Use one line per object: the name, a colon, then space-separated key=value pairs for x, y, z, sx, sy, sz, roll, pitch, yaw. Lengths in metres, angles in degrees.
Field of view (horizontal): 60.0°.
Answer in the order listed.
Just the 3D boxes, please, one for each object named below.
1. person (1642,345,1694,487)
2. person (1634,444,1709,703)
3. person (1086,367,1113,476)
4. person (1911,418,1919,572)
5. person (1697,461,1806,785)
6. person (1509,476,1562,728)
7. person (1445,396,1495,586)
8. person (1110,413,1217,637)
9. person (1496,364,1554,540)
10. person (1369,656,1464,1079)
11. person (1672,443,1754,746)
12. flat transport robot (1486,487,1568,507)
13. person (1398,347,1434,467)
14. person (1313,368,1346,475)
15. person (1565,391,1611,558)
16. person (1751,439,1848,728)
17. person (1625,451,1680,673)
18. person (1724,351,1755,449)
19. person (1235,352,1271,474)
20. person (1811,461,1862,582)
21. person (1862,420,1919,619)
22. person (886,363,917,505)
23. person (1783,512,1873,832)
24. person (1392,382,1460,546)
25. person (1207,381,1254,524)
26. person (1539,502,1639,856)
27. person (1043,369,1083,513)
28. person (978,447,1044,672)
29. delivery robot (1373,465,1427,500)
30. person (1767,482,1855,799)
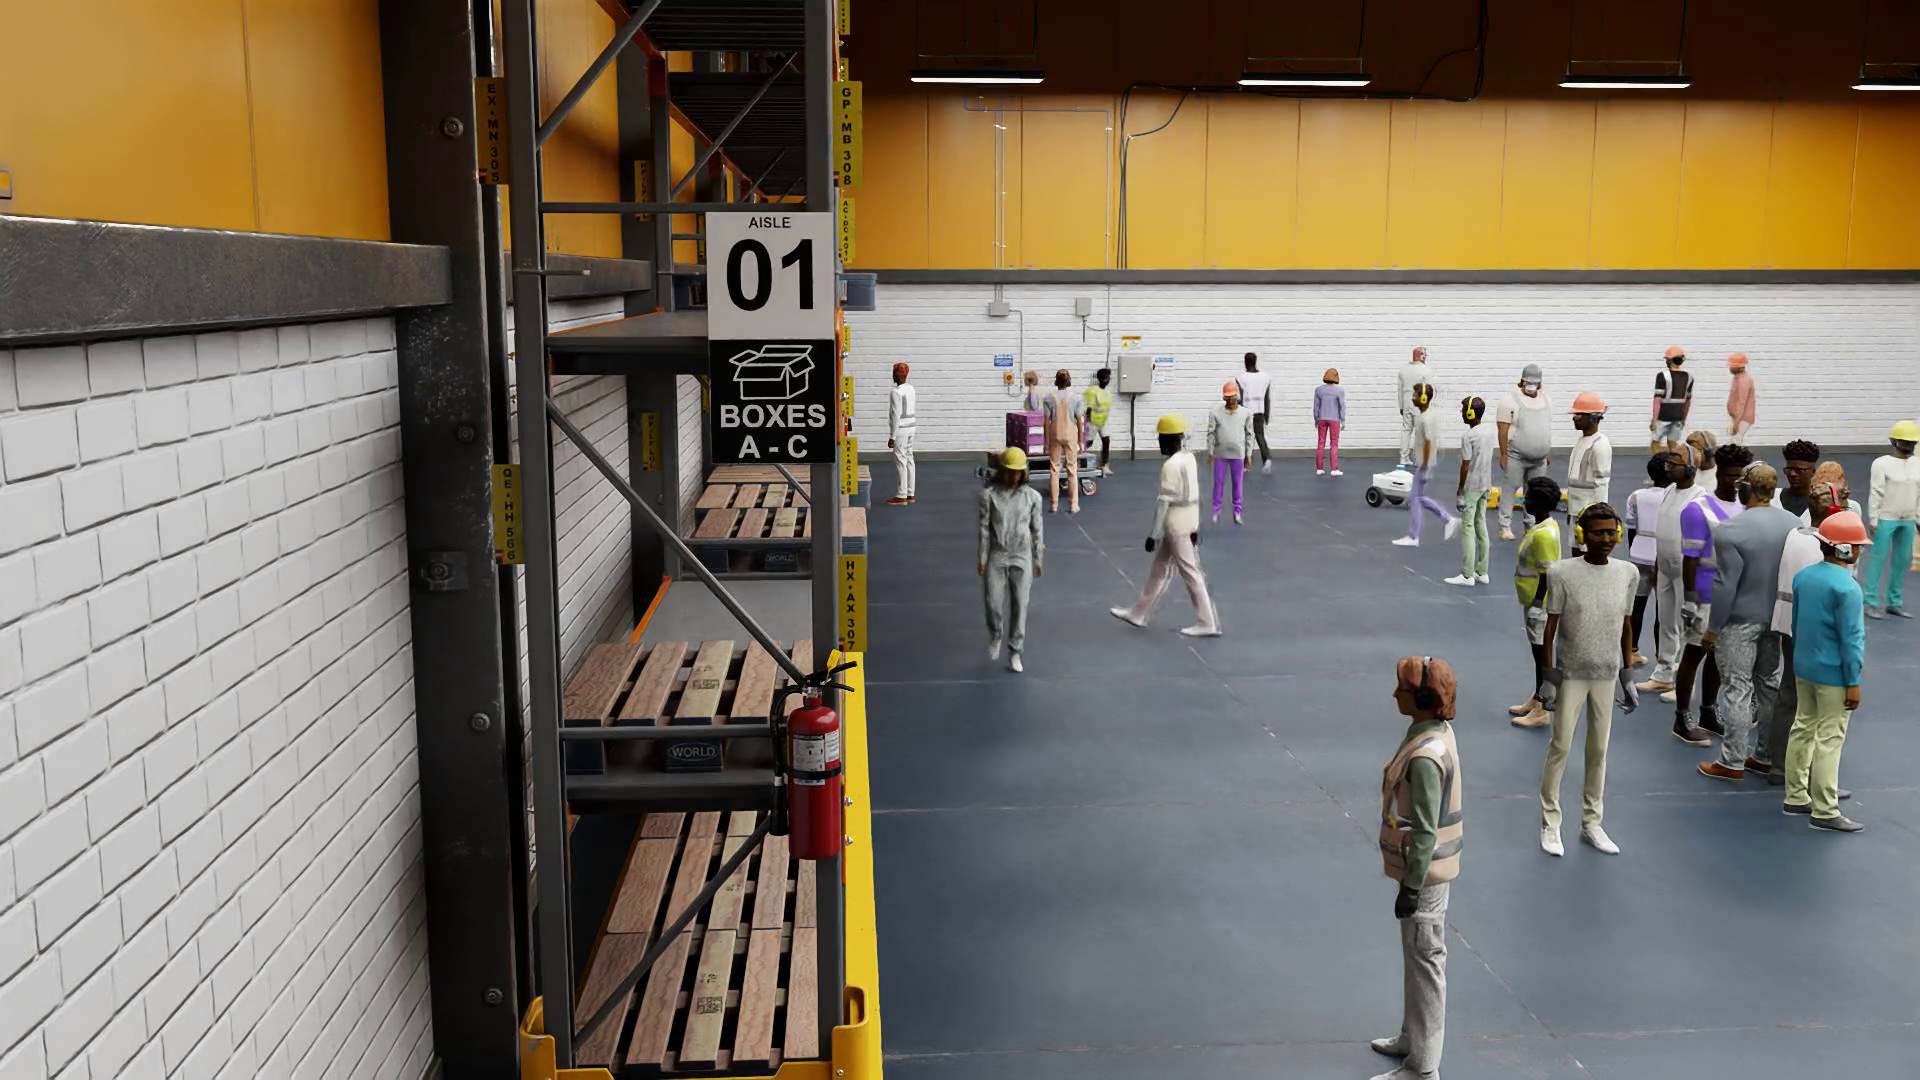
person: x=10.161 y=-1.767 z=23.849 sx=0.654 sy=2.034 sz=0.434 roll=-3 pitch=9 yaw=-16
person: x=5.111 y=0.236 z=11.846 sx=0.343 sy=1.847 sz=0.506 roll=-2 pitch=9 yaw=-12
person: x=2.031 y=-1.824 z=25.360 sx=0.545 sy=1.656 sz=0.755 roll=-7 pitch=11 yaw=-37
person: x=9.893 y=-0.637 z=16.719 sx=0.535 sy=2.000 sz=0.686 roll=1 pitch=9 yaw=9
person: x=4.713 y=0.494 z=9.934 sx=0.627 sy=1.940 sz=0.372 roll=-3 pitch=10 yaw=-20
person: x=3.891 y=0.414 z=11.191 sx=0.321 sy=1.697 sz=0.529 roll=3 pitch=10 yaw=18
person: x=5.023 y=-0.478 z=16.295 sx=0.510 sy=1.860 sz=0.333 roll=-8 pitch=12 yaw=-40
person: x=1.745 y=-0.126 z=14.012 sx=0.974 sy=1.871 sz=0.613 roll=3 pitch=10 yaw=21
person: x=6.519 y=-1.012 z=19.074 sx=0.684 sy=2.000 sz=0.536 roll=-2 pitch=9 yaw=-13
person: x=1.717 y=1.235 z=6.217 sx=0.307 sy=1.641 sz=0.514 roll=3 pitch=9 yaw=16
person: x=4.908 y=0.350 z=10.781 sx=0.609 sy=1.954 sz=0.367 roll=-5 pitch=10 yaw=-27
flat transport robot: x=7.520 y=-0.546 z=21.684 sx=1.431 sy=0.197 sz=0.652 roll=3 pitch=9 yaw=17
person: x=7.258 y=-2.112 z=26.402 sx=0.401 sy=1.907 sz=0.646 roll=-6 pitch=11 yaw=-34
person: x=5.615 y=-1.796 z=25.266 sx=0.507 sy=1.631 sz=0.270 roll=7 pitch=11 yaw=36
person: x=5.363 y=-0.256 z=14.316 sx=0.378 sy=2.044 sz=0.607 roll=0 pitch=9 yaw=1
person: x=5.502 y=0.308 z=11.013 sx=0.600 sy=1.967 sz=0.368 roll=8 pitch=12 yaw=40
person: x=5.335 y=0.168 z=12.737 sx=0.319 sy=1.697 sz=0.532 roll=-5 pitch=10 yaw=-30
person: x=11.081 y=-1.718 z=23.719 sx=0.451 sy=1.976 sz=0.662 roll=3 pitch=10 yaw=19
person: x=4.514 y=-1.946 z=25.488 sx=0.605 sy=1.875 sz=0.964 roll=-3 pitch=9 yaw=-17
person: x=6.561 y=0.213 z=12.653 sx=0.499 sy=1.633 sz=0.286 roll=7 pitch=11 yaw=36
person: x=8.271 y=-0.176 z=14.682 sx=0.533 sy=1.767 sz=0.325 roll=-1 pitch=9 yaw=-9
person: x=-0.775 y=-1.404 z=22.028 sx=0.355 sy=1.882 sz=0.576 roll=4 pitch=10 yaw=24
person: x=4.786 y=0.712 z=9.144 sx=0.326 sy=1.752 sz=0.559 roll=-1 pitch=9 yaw=-4
person: x=5.219 y=-0.837 z=18.559 sx=0.630 sy=1.857 sz=0.533 roll=3 pitch=10 yaw=18
person: x=3.299 y=-1.068 z=20.323 sx=0.564 sy=1.751 sz=0.342 roll=2 pitch=9 yaw=10
person: x=3.297 y=0.723 z=8.706 sx=0.517 sy=1.873 sz=0.328 roll=-1 pitch=9 yaw=-4
person: x=1.312 y=-1.256 z=21.213 sx=0.506 sy=1.847 sz=0.345 roll=1 pitch=9 yaw=7
person: x=0.392 y=0.139 z=12.773 sx=0.510 sy=1.727 sz=0.390 roll=-1 pitch=9 yaw=-4
delivery robot: x=5.726 y=-0.727 z=21.638 sx=0.477 sy=0.478 sz=0.707 roll=-6 pitch=11 yaw=-33
person: x=4.960 y=0.579 z=9.690 sx=0.384 sy=1.845 sz=0.569 roll=-2 pitch=9 yaw=-11
